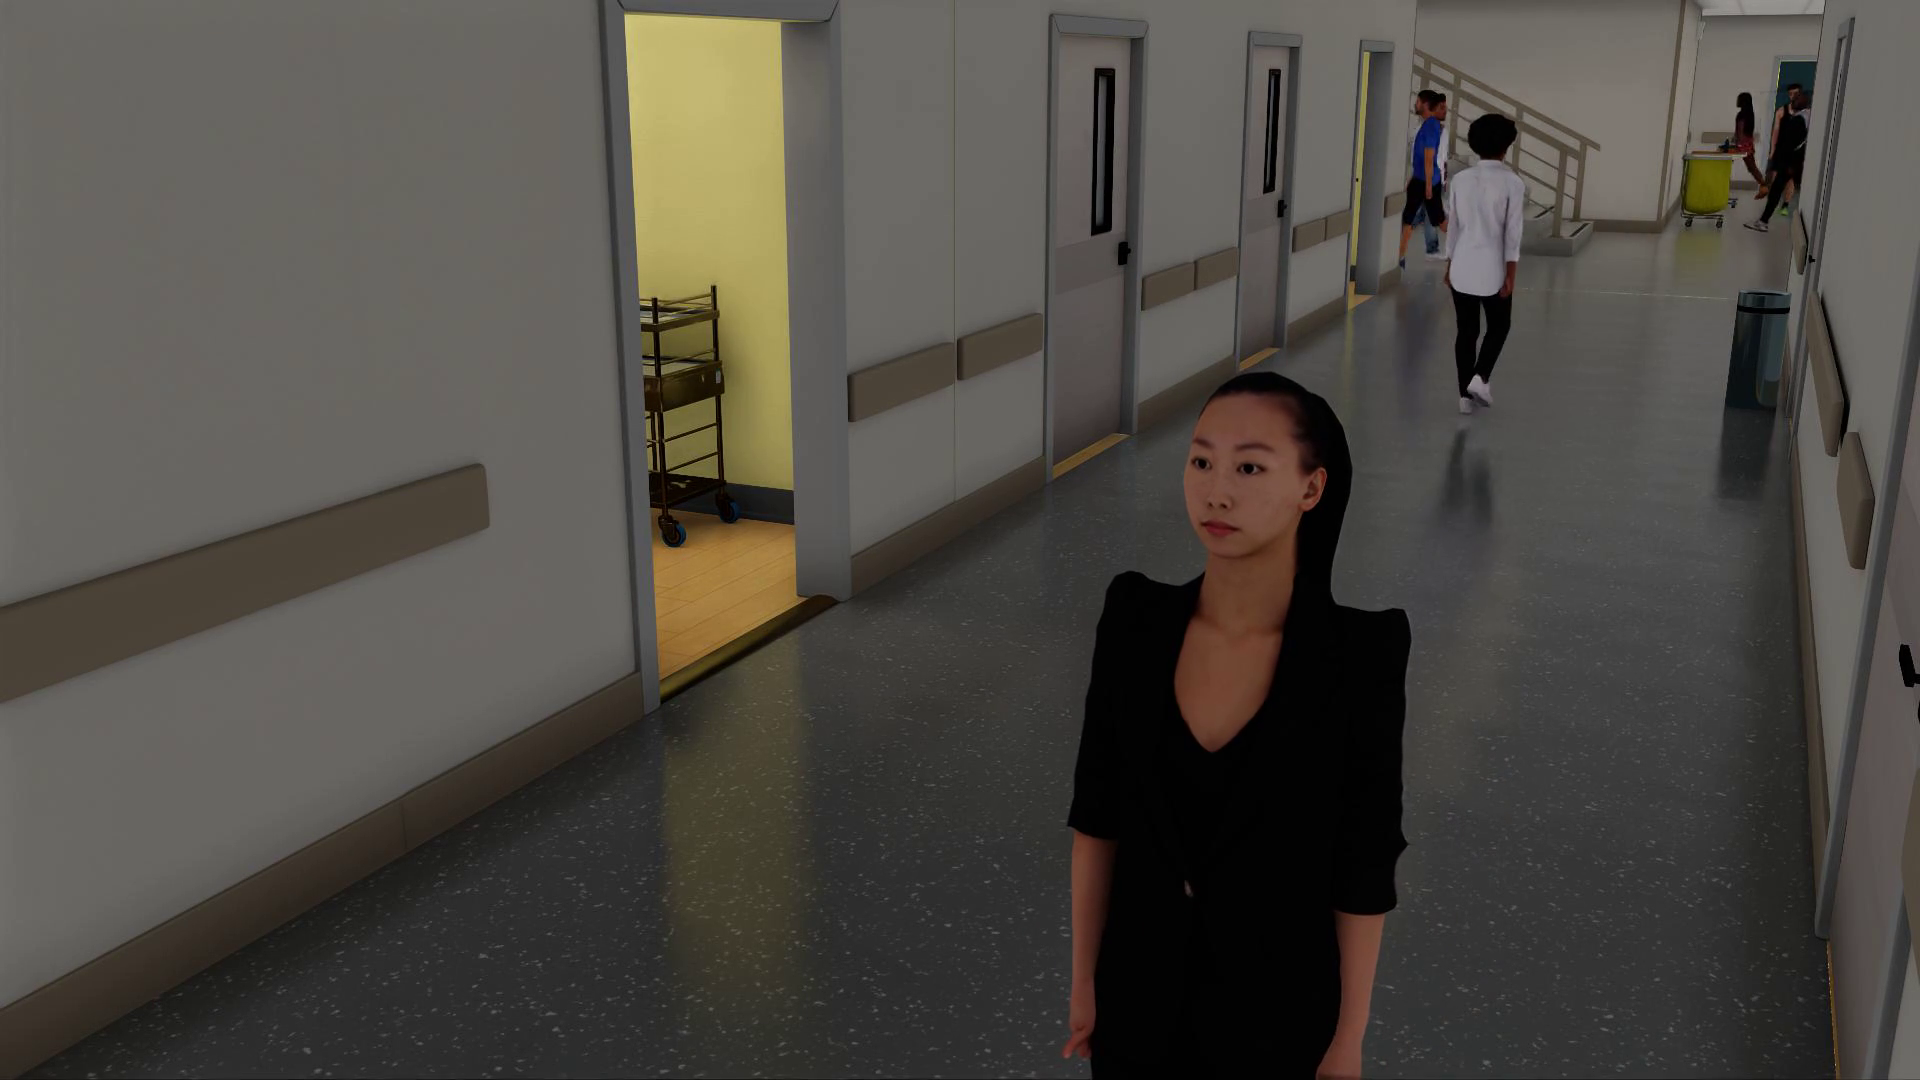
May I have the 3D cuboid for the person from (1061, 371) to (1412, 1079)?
[{"bbox_3d":[0.348,0.616,2.212,0.465,1.697,0.645,8,17,25],"label":"person"}]

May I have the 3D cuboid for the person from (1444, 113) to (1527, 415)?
[{"bbox_3d":[3.123,-1.642,10.037,0.645,1.797,0.727,10,18,31],"label":"person"}]

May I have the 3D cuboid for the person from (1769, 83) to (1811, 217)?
[{"bbox_3d":[12.018,-5.639,24.070,0.628,1.875,0.759,8,18,27],"label":"person"}]

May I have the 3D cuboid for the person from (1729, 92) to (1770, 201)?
[{"bbox_3d":[12.616,-6.255,26.616,0.960,1.679,1.277,-12,20,-37],"label":"person"}]

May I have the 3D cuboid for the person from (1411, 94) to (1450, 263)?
[{"bbox_3d":[5.132,-3.995,18.396,0.977,1.790,1.211,-12,20,-36],"label":"person"}]

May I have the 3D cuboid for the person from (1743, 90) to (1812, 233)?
[{"bbox_3d":[10.751,-4.789,21.208,1.264,1.793,1.057,-1,16,-4],"label":"person"}]
